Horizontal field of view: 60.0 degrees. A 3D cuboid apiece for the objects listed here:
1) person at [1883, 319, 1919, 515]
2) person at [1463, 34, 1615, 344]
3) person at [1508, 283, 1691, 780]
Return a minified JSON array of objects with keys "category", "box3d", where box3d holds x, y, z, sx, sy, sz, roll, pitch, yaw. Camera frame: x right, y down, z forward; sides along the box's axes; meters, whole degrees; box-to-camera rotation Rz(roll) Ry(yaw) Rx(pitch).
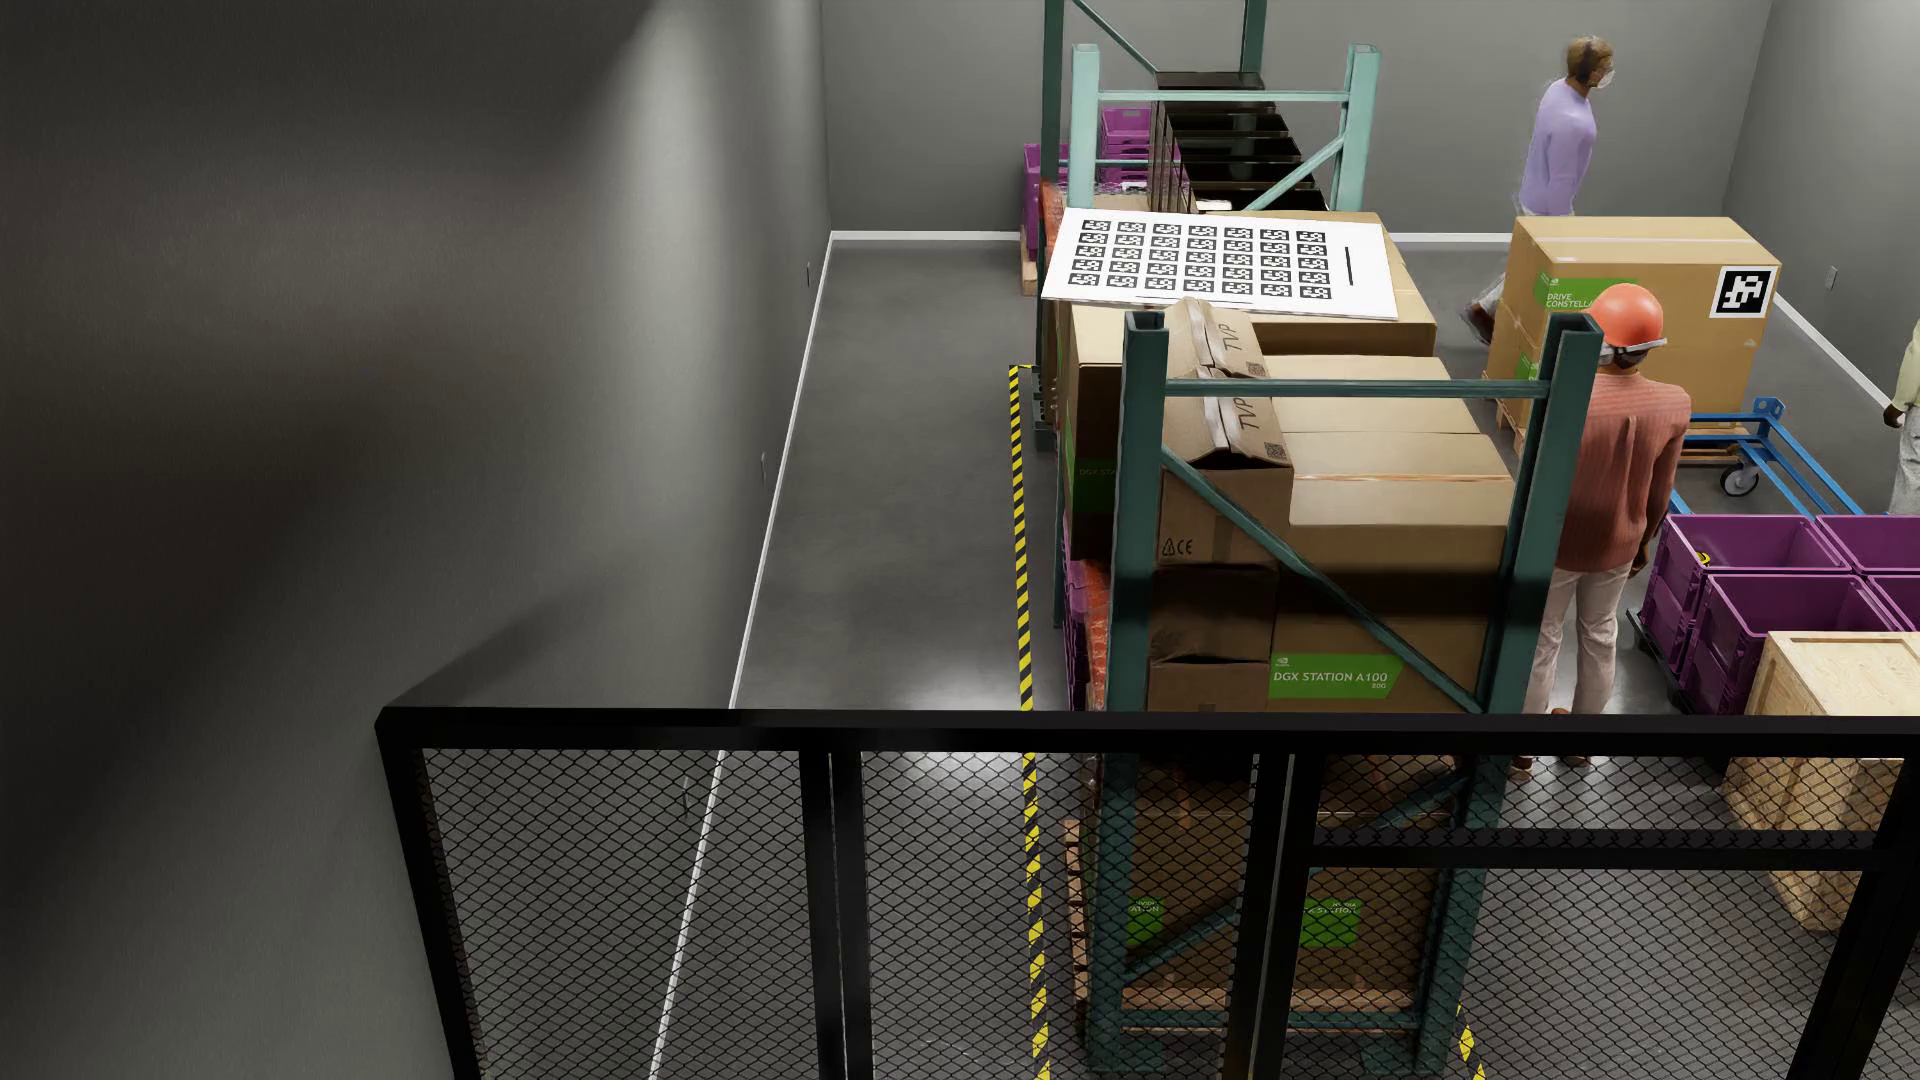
[{"category":"person","box3d":[4.436,-0.645,7.392,0.591,1.829,0.404,3,31,4]},{"category":"person","box3d":[3.278,-1.868,9.329,0.504,1.925,0.644,6,32,11]},{"category":"person","box3d":[2.298,-0.003,6.162,0.622,1.995,0.383,-7,32,-12]}]
